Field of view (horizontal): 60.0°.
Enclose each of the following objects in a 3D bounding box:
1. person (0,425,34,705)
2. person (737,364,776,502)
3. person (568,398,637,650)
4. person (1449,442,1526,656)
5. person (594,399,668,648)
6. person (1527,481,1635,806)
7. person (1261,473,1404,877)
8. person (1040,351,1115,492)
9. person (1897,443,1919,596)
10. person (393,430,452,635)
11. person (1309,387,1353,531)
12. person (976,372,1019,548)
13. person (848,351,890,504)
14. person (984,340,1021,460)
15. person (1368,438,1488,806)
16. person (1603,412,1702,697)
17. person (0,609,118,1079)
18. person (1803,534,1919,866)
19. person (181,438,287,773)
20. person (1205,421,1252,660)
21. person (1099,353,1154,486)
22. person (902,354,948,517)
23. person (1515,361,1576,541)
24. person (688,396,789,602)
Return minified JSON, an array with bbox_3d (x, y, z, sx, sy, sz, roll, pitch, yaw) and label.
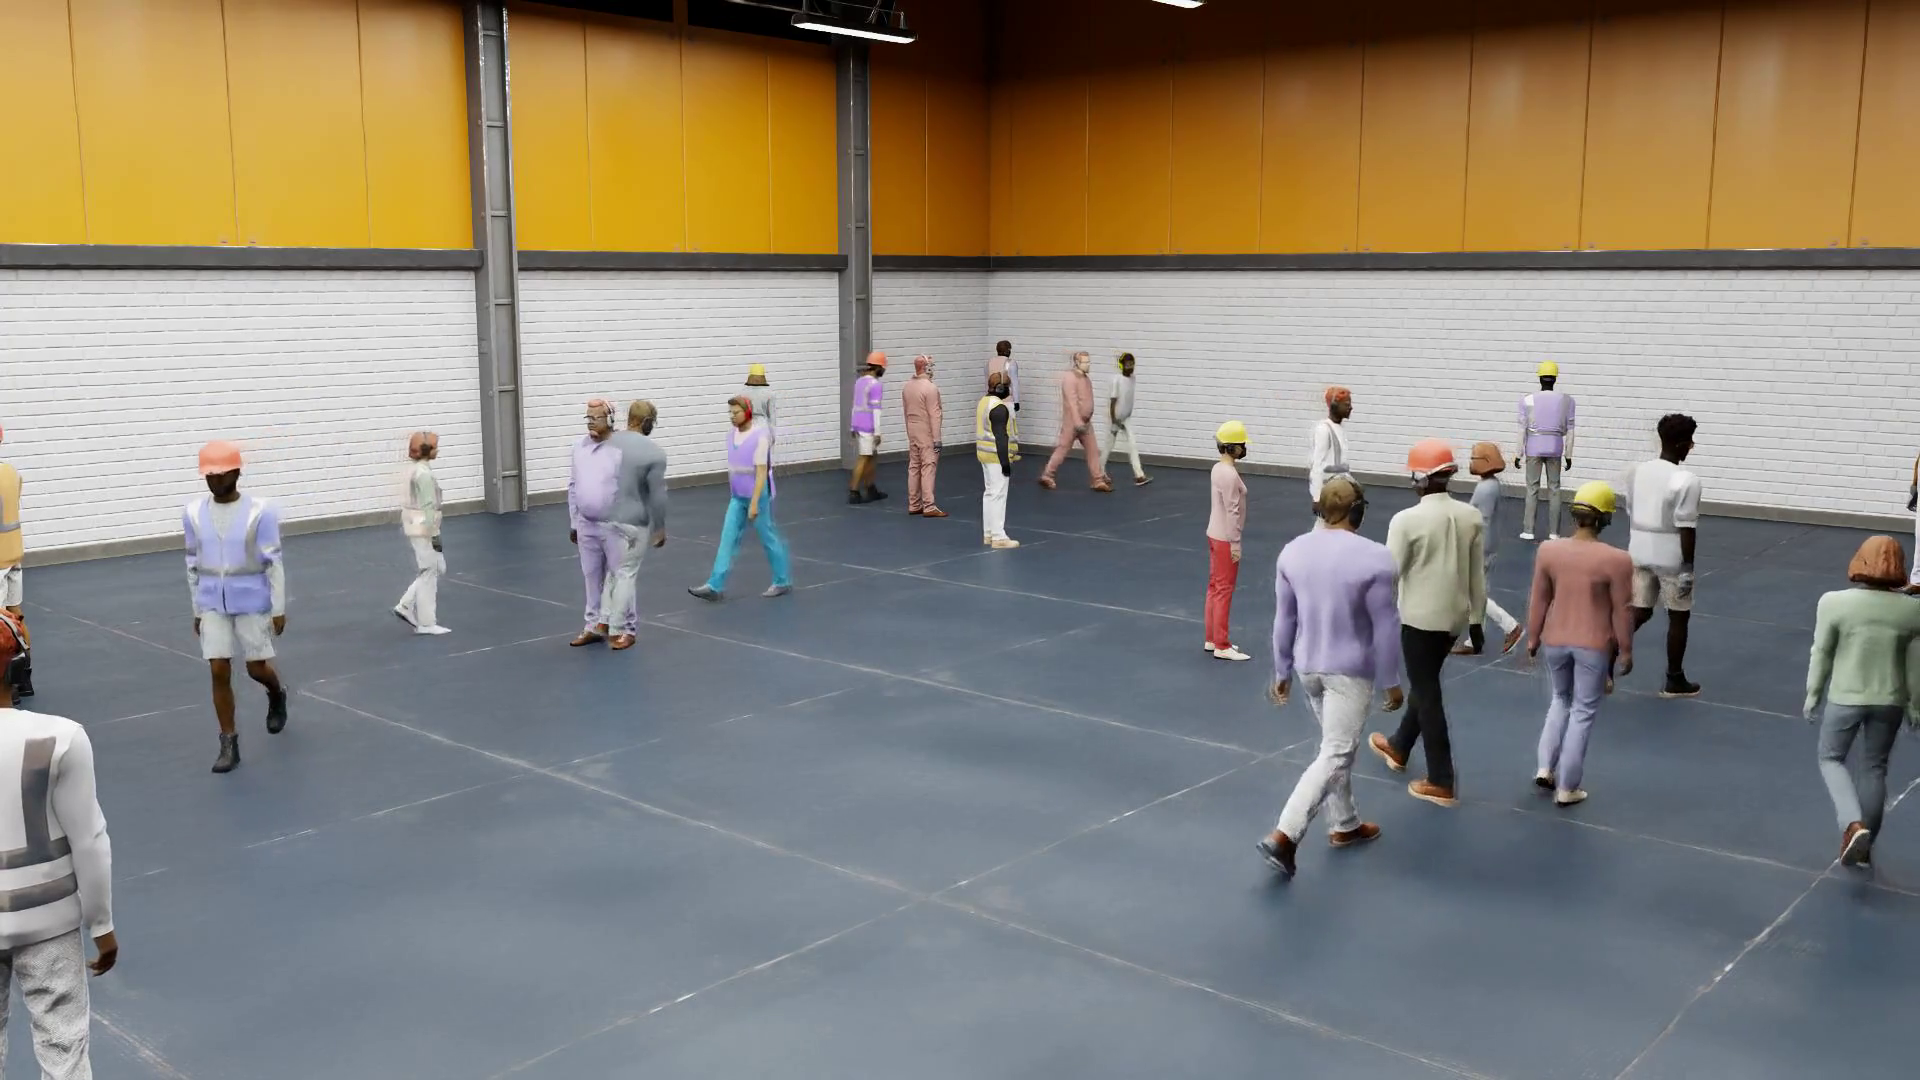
[{"bbox_3d":[-6.373,0.130,10.952,0.347,1.943,0.545,-1,9,-7],"label":"person"},{"bbox_3d":[-2.535,-1.333,20.786,0.483,1.737,0.322,-1,9,-4],"label":"person"},{"bbox_3d":[-2.711,-0.121,12.639,0.641,1.908,0.407,4,10,22],"label":"person"},{"bbox_3d":[3.900,0.084,12.258,0.477,1.620,0.504,4,10,23],"label":"person"},{"bbox_3d":[-2.522,-0.124,12.676,0.718,1.897,0.485,4,10,23],"label":"person"},{"bbox_3d":[3.323,0.554,8.876,0.391,1.746,0.537,-9,12,-43],"label":"person"},{"bbox_3d":[1.748,0.633,7.941,0.943,1.907,0.631,-7,12,-39],"label":"person"},{"bbox_3d":[1.503,-1.553,21.796,1.002,1.861,0.643,6,11,31],"label":"person"},{"bbox_3d":[8.477,-0.393,14.459,0.328,1.874,0.521,-3,10,-19],"label":"person"},{"bbox_3d":[-4.204,-0.047,13.070,0.374,1.626,0.522,-4,10,-25],"label":"person"},{"bbox_3d":[3.360,-0.391,14.469,0.774,1.859,0.606,4,10,26],"label":"person"},{"bbox_3d":[0.389,-0.835,17.373,0.428,1.832,0.625,-2,9,-12],"label":"person"},{"bbox_3d":[-1.105,-1.396,20.706,0.717,1.891,0.570,-5,10,-29],"label":"person"},{"bbox_3d":[0.673,-2.134,25.479,0.621,1.845,0.429,8,12,40],"label":"person"},{"bbox_3d":[2.500,0.414,9.147,0.641,1.950,0.908,-5,10,-27],"label":"person"},{"bbox_3d":[4.625,0.113,11.065,0.765,1.941,0.625,-5,10,-27],"label":"person"},{"bbox_3d":[-2.773,1.128,4.874,0.573,1.883,0.356,-1,9,-9],"label":"person"},{"bbox_3d":[4.290,0.786,7.847,0.517,1.617,0.492,2,9,13],"label":"person"},{"bbox_3d":[-4.196,0.344,9.697,0.550,1.914,0.727,-1,9,-4],"label":"person"},{"bbox_3d":[1.988,0.000,12.319,0.310,1.769,0.522,-1,9,-4],"label":"person"},{"bbox_3d":[2.189,-1.612,22.351,0.513,1.796,1.044,-8,12,-40],"label":"person"},{"bbox_3d":[-0.400,-1.221,19.532,0.408,1.913,0.642,-6,11,-35],"label":"person"},{"bbox_3d":[6.231,-0.945,17.750,0.595,1.923,0.374,2,9,10],"label":"person"},{"bbox_3d":[-1.880,-0.351,14.432,0.981,1.787,0.590,-8,12,-42],"label":"person"}]
